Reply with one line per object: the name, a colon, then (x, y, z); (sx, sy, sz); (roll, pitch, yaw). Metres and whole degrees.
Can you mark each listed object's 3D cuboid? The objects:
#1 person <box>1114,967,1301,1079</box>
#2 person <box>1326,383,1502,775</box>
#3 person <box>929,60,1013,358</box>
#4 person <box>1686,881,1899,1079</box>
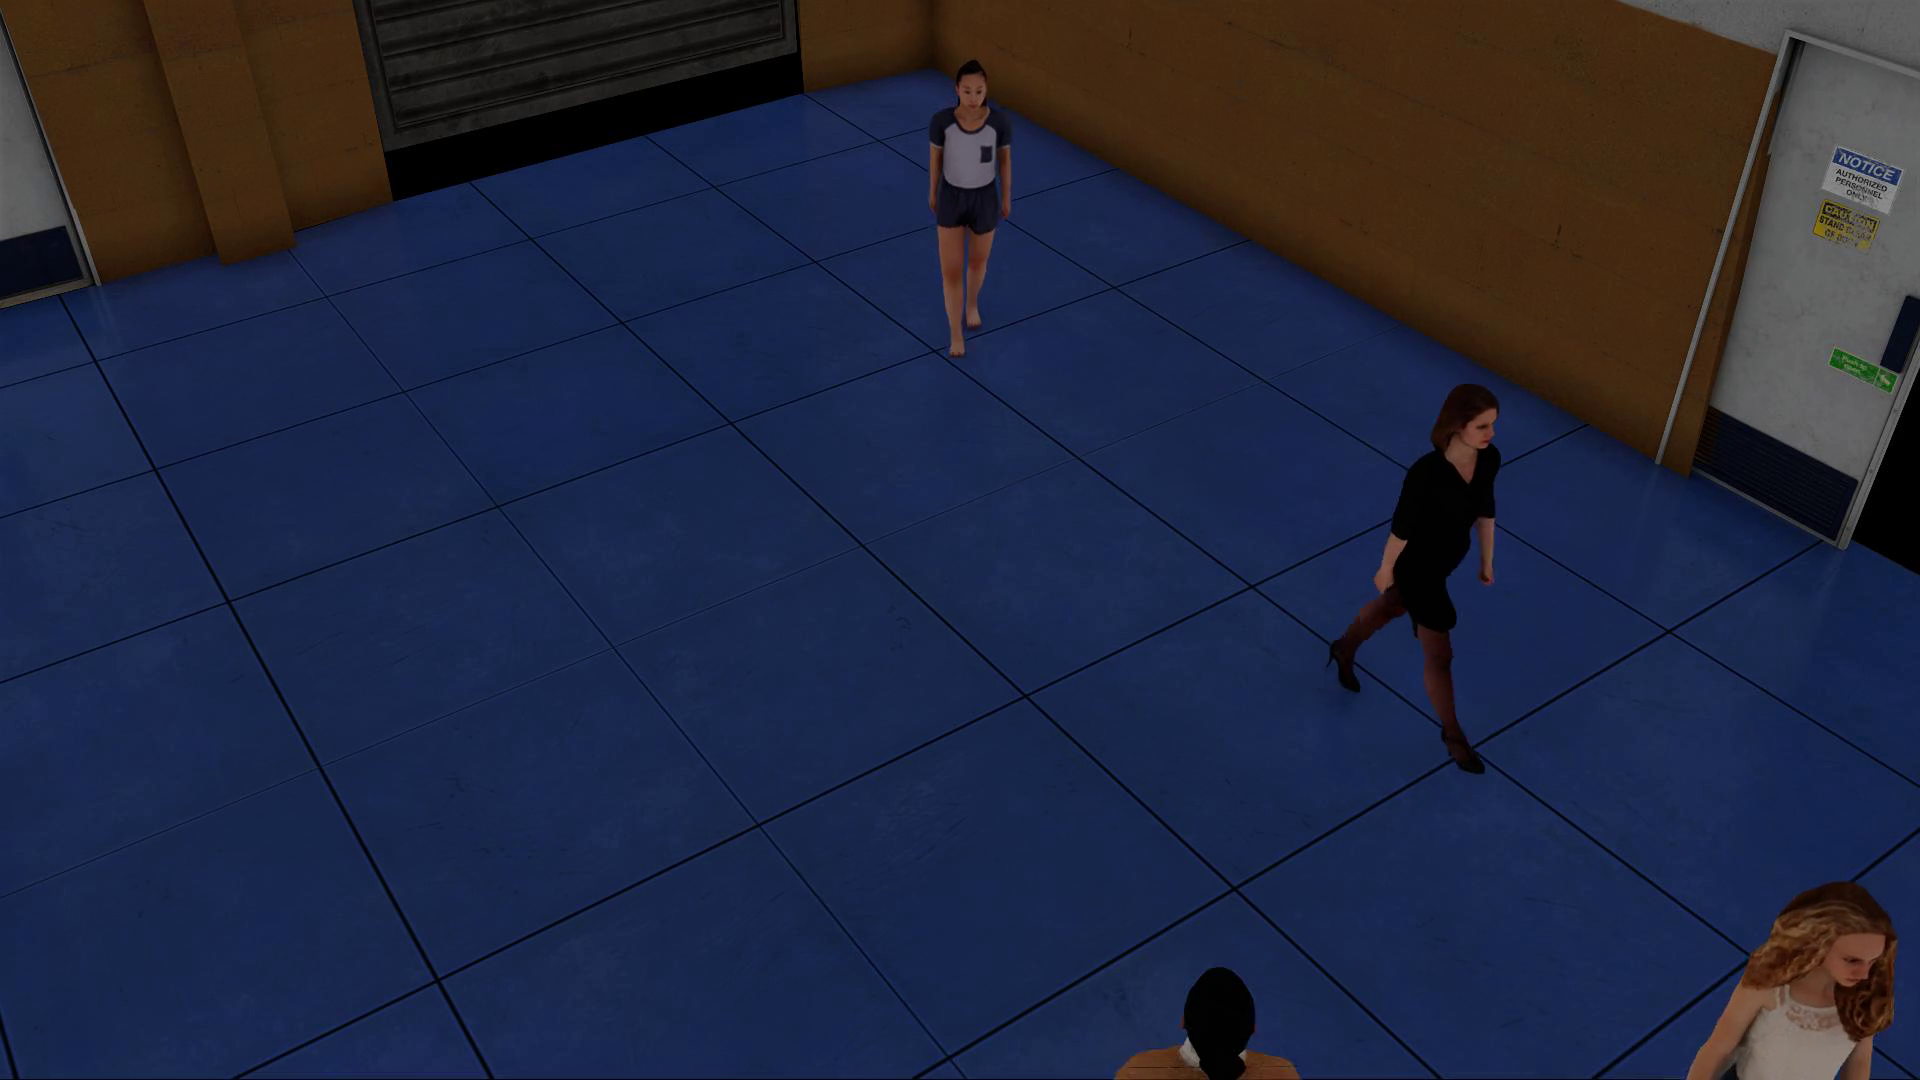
person: (0.603, 1.786, 4.324); (1.163, 1.734, 1.119); (-1, 37, -1)
person: (1.799, 0.084, 6.650); (1.000, 1.647, 0.644); (-23, 43, -28)
person: (0.036, -1.907, 9.337); (0.940, 1.623, 0.926); (-3, 37, -3)
person: (2.189, 1.528, 4.682); (1.165, 1.716, 0.997); (-6, 37, -7)
